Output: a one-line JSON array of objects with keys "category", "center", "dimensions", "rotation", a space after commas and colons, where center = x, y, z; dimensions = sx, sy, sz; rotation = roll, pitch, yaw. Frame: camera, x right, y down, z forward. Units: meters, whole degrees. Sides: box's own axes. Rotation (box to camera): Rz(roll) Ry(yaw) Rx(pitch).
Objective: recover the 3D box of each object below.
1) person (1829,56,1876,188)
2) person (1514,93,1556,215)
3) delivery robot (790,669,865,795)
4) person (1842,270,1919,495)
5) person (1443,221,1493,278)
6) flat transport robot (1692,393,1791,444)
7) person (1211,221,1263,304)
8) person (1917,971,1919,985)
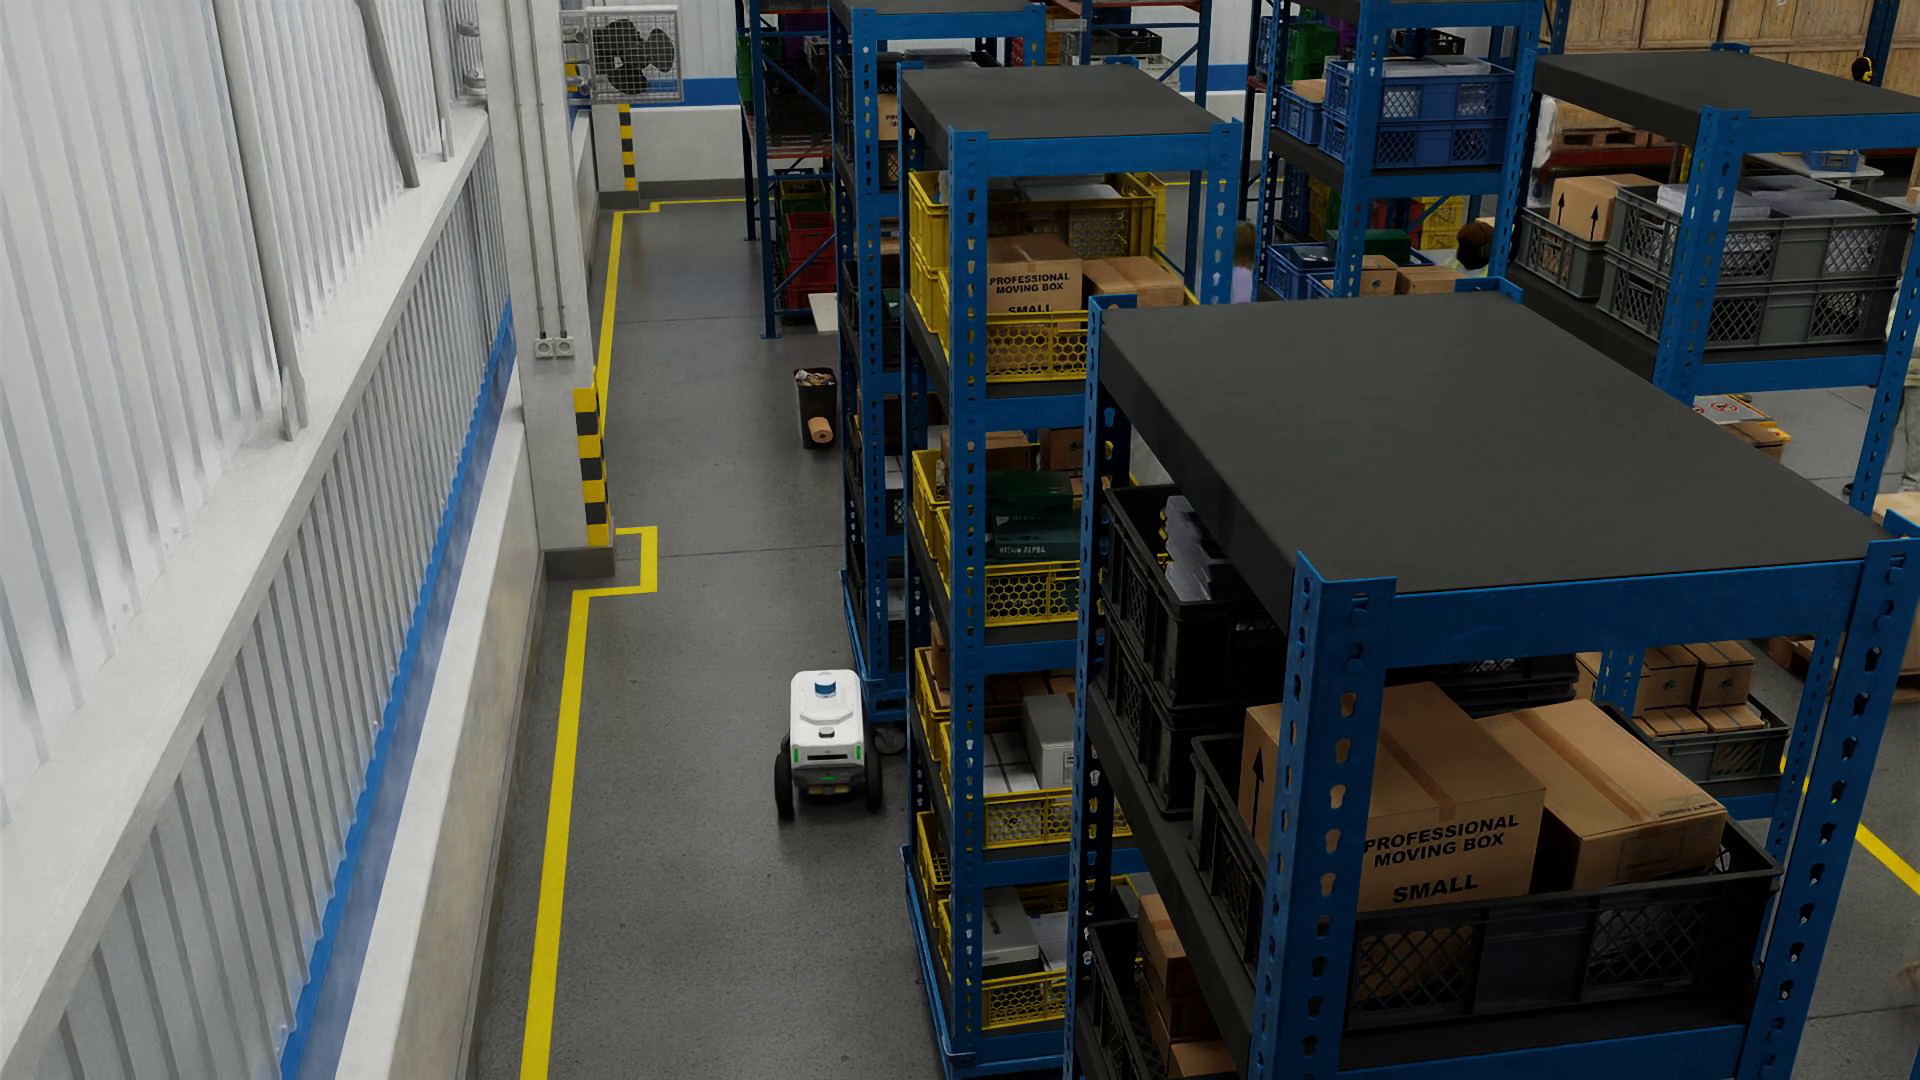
[{"category": "person", "center": [9.083, -4.003, 17.069], "dimensions": [0.315, 1.869, 0.534], "rotation": [-10, 27, -21]}, {"category": "person", "center": [5.743, -3.856, 16.743], "dimensions": [0.435, 1.867, 0.603], "rotation": [2, 25, 4]}, {"category": "delivery robot", "center": [-0.635, 0.873, 7.923], "dimensions": [0.477, 0.478, 0.707], "rotation": [-2, 25, -4]}, {"category": "person", "center": [6.165, -1.088, 10.792], "dimensions": [0.404, 1.825, 0.594], "rotation": [-10, 27, -21]}, {"category": "person", "center": [3.327, -1.205, 11.022], "dimensions": [0.428, 1.839, 0.634], "rotation": [-14, 28, -28]}, {"category": "flat transport robot", "center": [5.224, -0.859, 12.132], "dimensions": [1.431, 0.197, 0.652], "rotation": [-4, 25, -8]}, {"category": "person", "center": [1.757, -1.096, 10.690], "dimensions": [0.648, 1.918, 0.648], "rotation": [-13, 28, -25]}, {"category": "person", "center": [3.939, 1.177, 5.733], "dimensions": [0.667, 1.946, 0.971], "rotation": [-2, 25, -4]}]
